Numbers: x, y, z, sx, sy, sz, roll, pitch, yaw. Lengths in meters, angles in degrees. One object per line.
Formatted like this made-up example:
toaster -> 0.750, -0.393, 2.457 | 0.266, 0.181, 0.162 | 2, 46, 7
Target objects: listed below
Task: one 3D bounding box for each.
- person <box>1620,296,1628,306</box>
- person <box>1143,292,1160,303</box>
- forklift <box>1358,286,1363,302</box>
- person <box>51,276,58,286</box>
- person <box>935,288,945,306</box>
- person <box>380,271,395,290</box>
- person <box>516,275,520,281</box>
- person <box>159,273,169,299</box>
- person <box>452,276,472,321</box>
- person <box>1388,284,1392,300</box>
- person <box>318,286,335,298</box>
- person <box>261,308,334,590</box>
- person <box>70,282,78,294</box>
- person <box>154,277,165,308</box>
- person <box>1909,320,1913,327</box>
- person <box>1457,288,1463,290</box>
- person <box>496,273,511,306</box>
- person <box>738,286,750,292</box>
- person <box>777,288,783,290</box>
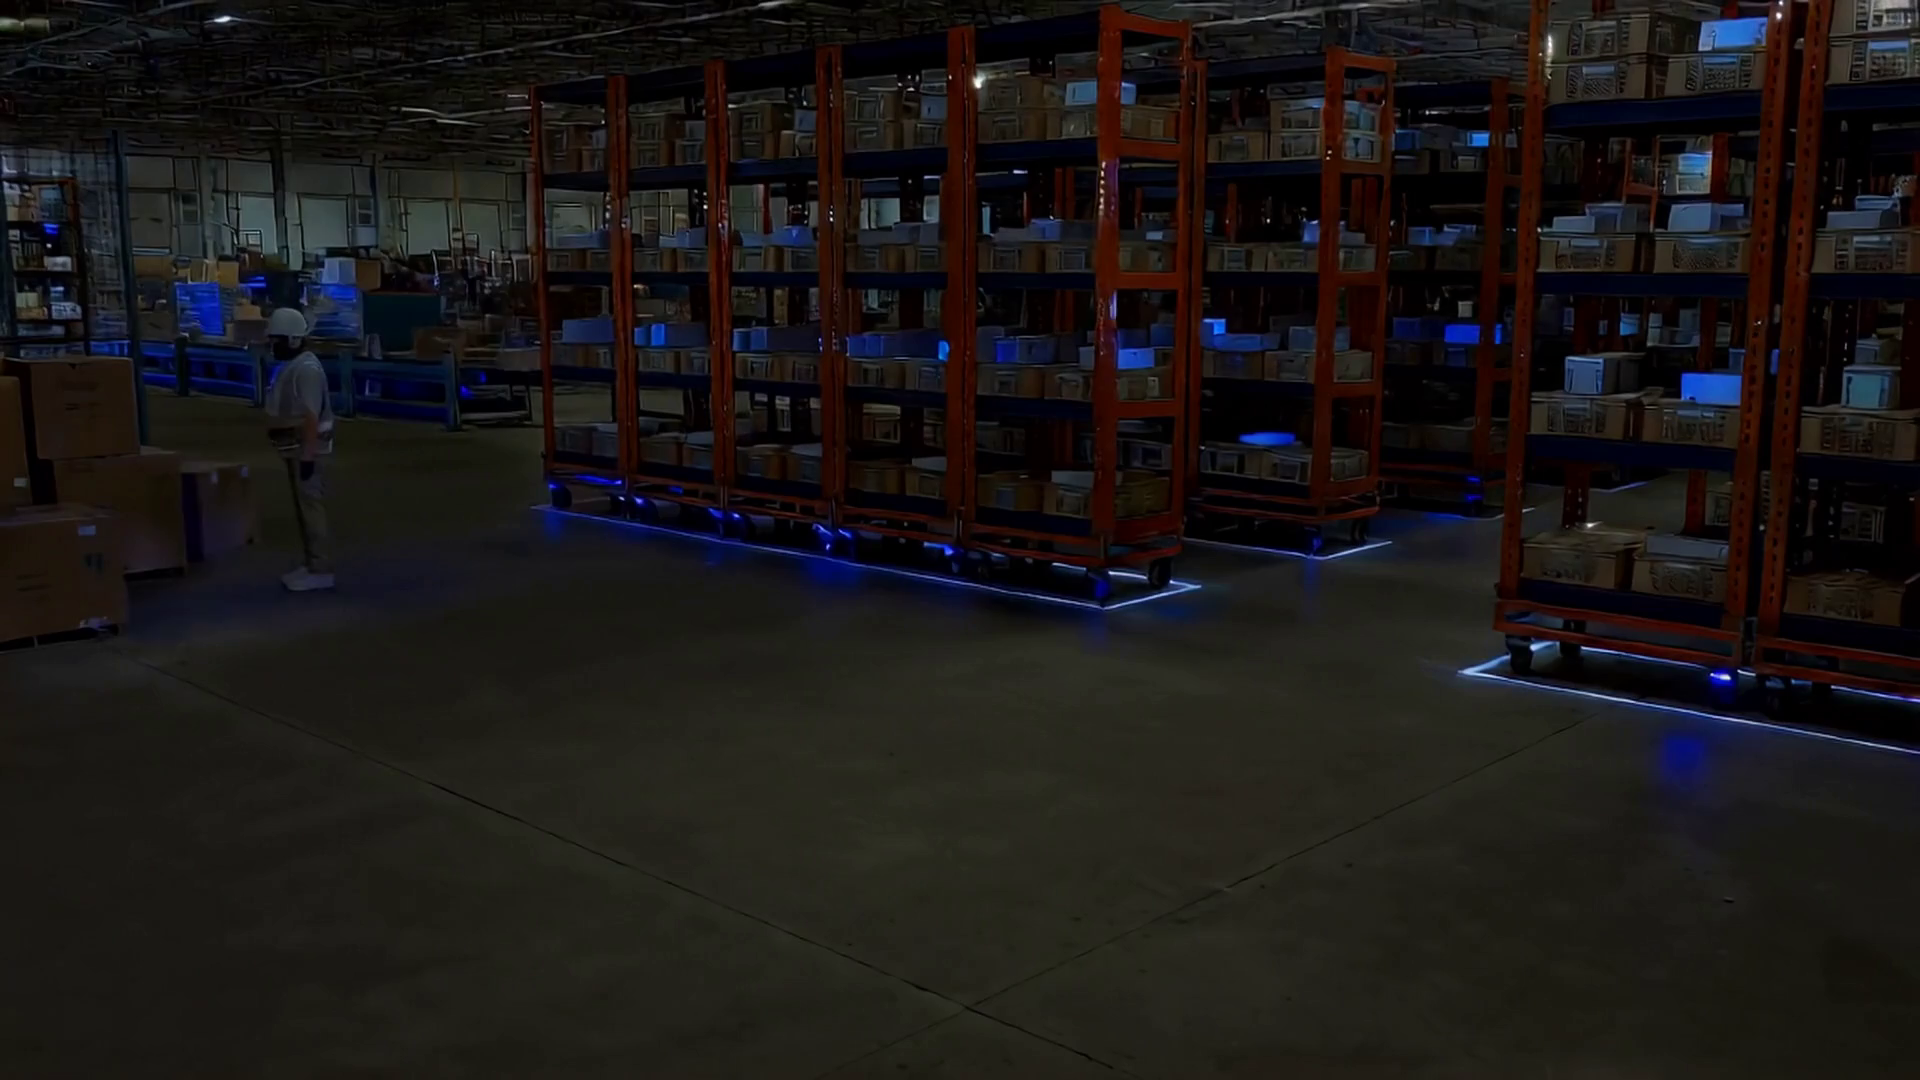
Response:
person -> 8.806, -2.493, 22.006 | 0.836, 1.964, 0.654 | 8, 12, 39
person -> 5.676, -6.995, 50.160 | 0.916, 1.783, 0.610 | 9, 13, 43
forklift -> 11.100, -7.017, 46.970 | 1.873, 2.768, 1.129 | 9, 13, 43
person -> -34.932, -9.393, 64.479 | 0.646, 1.919, 0.453 | 2, 9, 10
person -> -0.695, -8.945, 62.394 | 0.541, 1.700, 0.316 | -4, 10, -22
person -> -19.385, -8.158, 56.531 | 0.634, 2.000, 0.702 | 3, 10, 18
person -> -23.054, -12.911, 86.613 | 0.492, 1.731, 0.386 | 7, 11, 35
person -> -38.707, -12.037, 80.793 | 0.955, 1.890, 0.601 | 1, 9, 9
person -> -13.456, -6.189, 44.979 | 0.517, 1.873, 0.334 | -3, 10, -19
person -> 7.131, -3.457, 28.205 | 0.822, 1.883, 0.650 | -5, 10, -26
person -> -24.029, -9.234, 63.131 | 0.615, 2.038, 0.396 | -2, 10, -14
person -> -4.291, -0.590, 10.812 | 0.404, 1.824, 0.586 | -6, 11, -33
person -> -24.714, -6.327, 46.301 | 0.954, 1.718, 0.522 | -2, 9, -9
person -> -38.066, -11.637, 78.965 | 0.718, 1.675, 0.544 | -7, 12, -38
person -> 11.253, -2.019, 19.498 | 0.373, 1.840, 0.570 | 2, 10, 13
person -> 21.237, -10.243, 70.660 | 0.674, 1.606, 0.515 | 6, 11, 35
person -> -15.389, -8.027, 56.115 | 0.559, 1.924, 0.424 | 4, 10, 25
person -> -8.993, -10.163, 69.052 | 0.603, 1.966, 0.368 | 6, 11, 32
person -> -6.607, -8.837, 61.815 | 0.481, 1.677, 0.532 | 0, 9, -3
